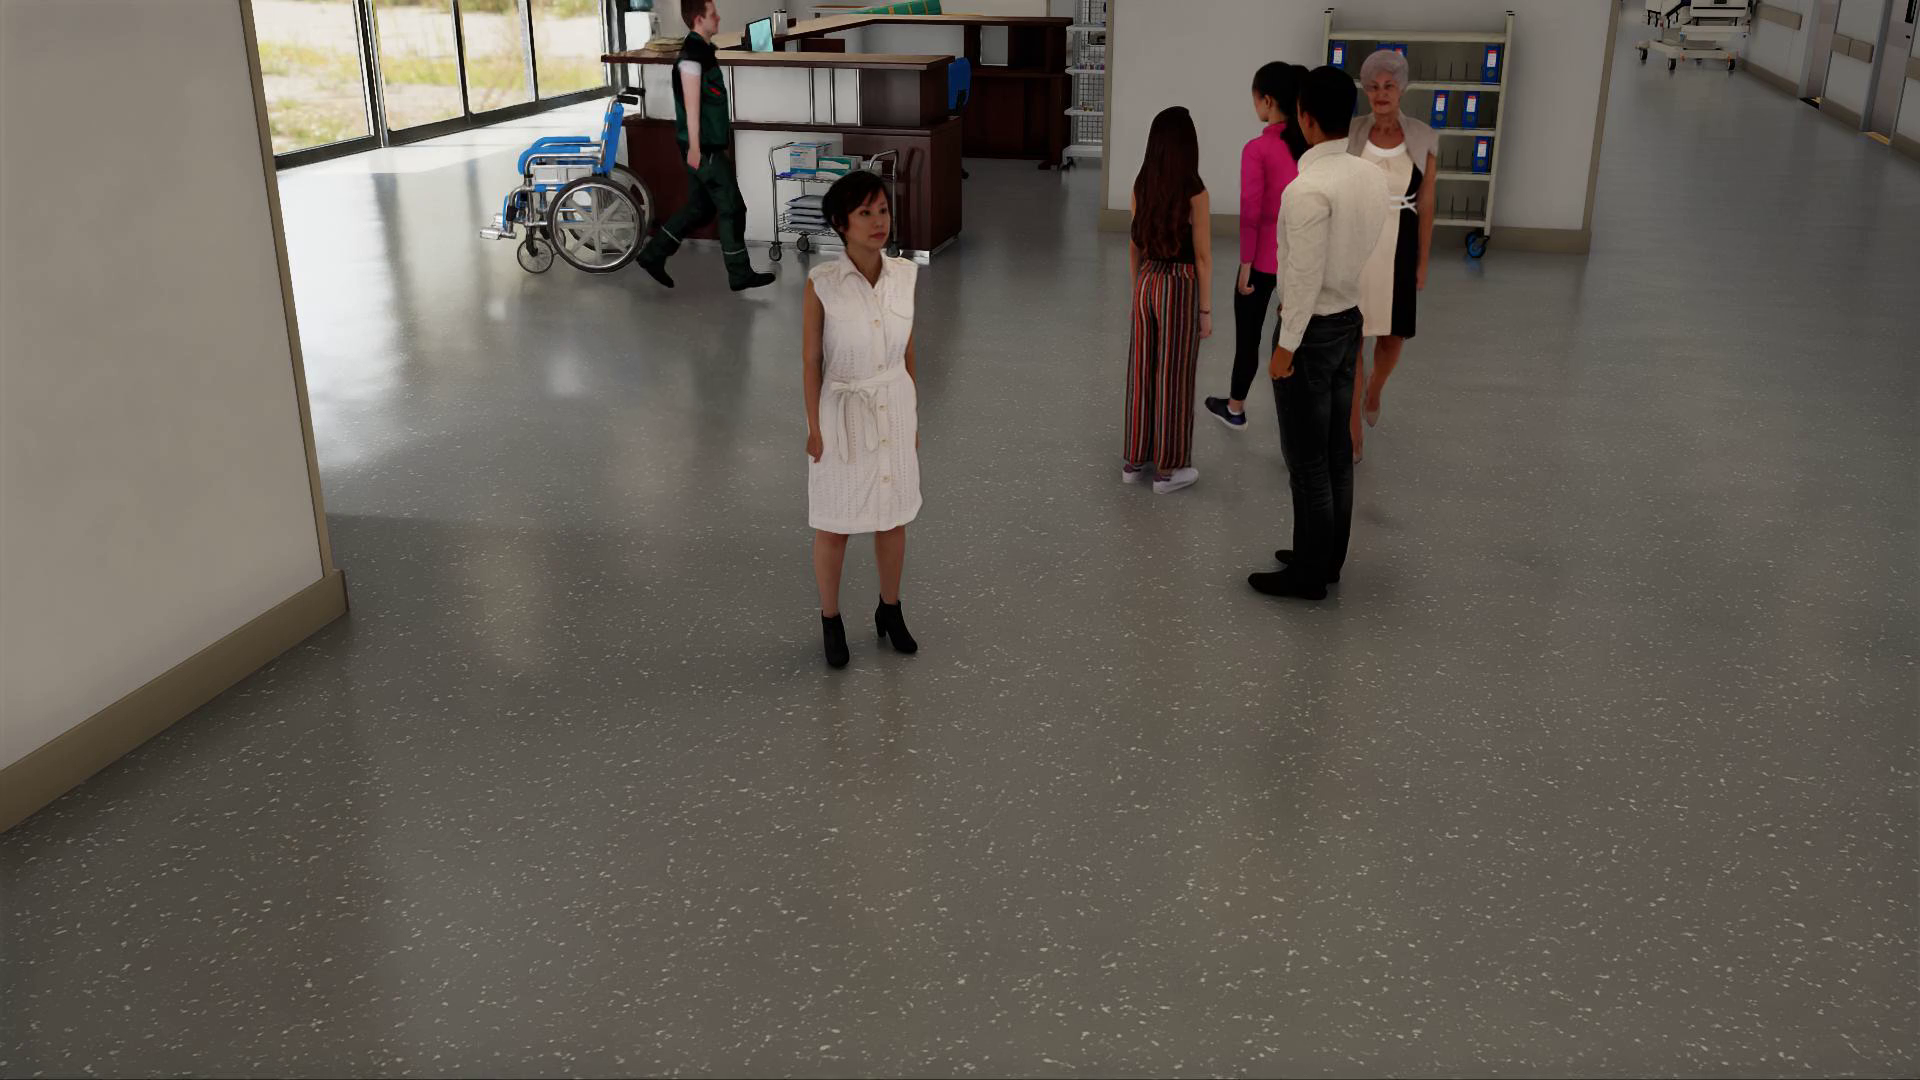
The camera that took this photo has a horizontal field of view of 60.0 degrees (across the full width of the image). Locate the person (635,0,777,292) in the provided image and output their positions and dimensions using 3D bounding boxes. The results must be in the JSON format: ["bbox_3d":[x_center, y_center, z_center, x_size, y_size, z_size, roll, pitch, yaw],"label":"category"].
[{"bbox_3d":[-1.652,-2.415,10.239,1.197,1.818,0.956,-4,21,-10],"label":"person"}]

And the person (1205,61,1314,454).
[{"bbox_3d":[1.411,-1.130,7.079,1.104,1.654,1.119,-9,23,-23],"label":"person"}]

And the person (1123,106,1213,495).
[{"bbox_3d":[0.850,-0.986,6.833,0.688,1.559,0.582,-19,28,-41],"label":"person"}]

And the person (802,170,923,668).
[{"bbox_3d":[-0.305,-0.372,5.219,0.633,1.553,0.702,-10,23,-25],"label":"person"}]

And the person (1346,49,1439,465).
[{"bbox_3d":[1.772,-1.201,7.150,0.729,1.735,0.690,5,21,12],"label":"person"}]

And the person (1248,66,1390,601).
[{"bbox_3d":[1.234,-0.683,5.678,0.701,1.809,0.734,16,26,35],"label":"person"}]
